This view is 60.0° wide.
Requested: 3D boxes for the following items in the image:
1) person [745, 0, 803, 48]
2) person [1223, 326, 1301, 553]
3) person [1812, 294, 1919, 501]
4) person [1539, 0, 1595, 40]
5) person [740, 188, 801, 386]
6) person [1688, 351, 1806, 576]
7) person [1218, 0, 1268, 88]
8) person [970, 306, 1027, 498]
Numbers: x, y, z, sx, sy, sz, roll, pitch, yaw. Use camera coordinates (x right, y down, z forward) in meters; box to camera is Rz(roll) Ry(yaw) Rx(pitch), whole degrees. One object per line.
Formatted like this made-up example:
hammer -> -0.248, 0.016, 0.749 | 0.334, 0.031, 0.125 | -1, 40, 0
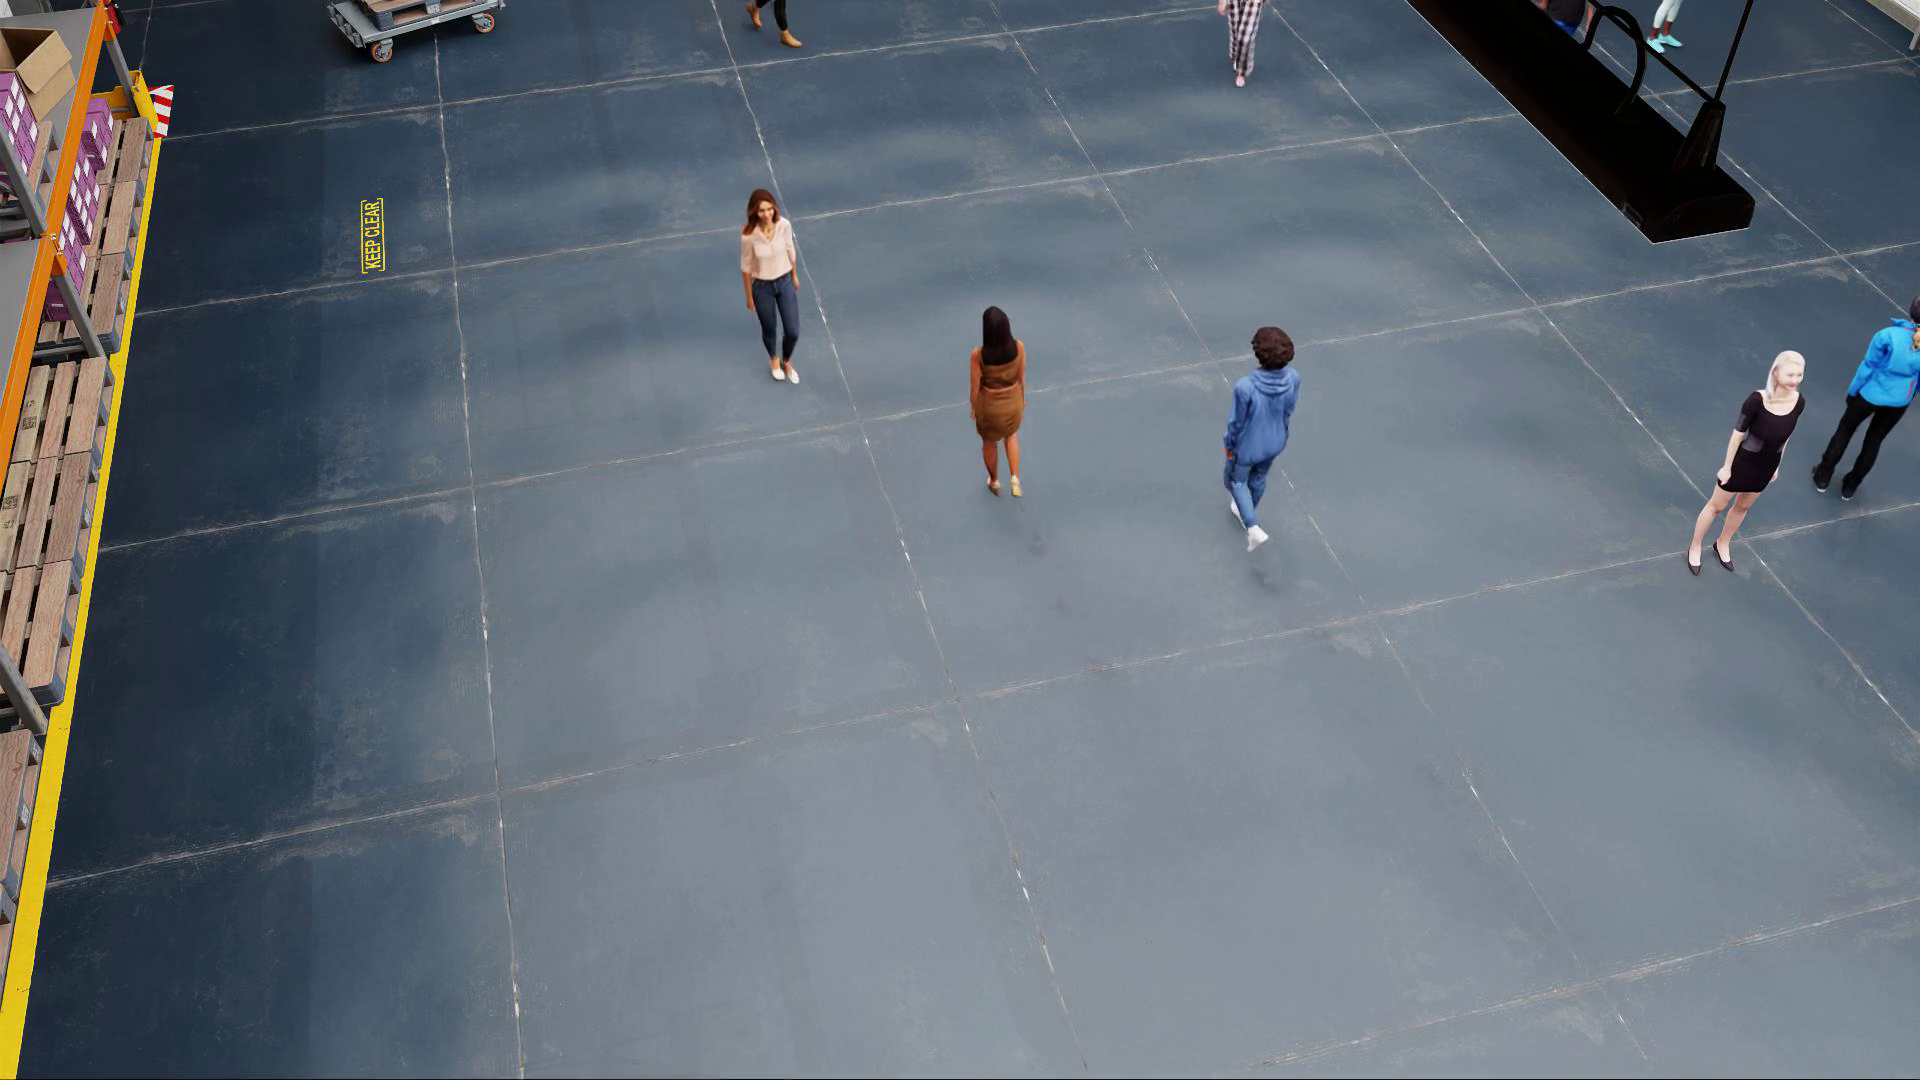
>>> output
person -> -2.004, -6.007, 17.244 | 1.122, 1.696, 1.027 | 25, 49, 24
person -> 2.104, -0.663, 11.564 | 0.699, 1.794, 0.915 | -12, 45, -13
person -> 6.620, -0.979, 11.898 | 0.757, 1.791, 0.793 | 13, 45, 14
person -> 5.905, -5.158, 16.319 | 0.833, 1.743, 1.208 | 1, 44, 1
person -> -1.501, -2.023, 13.004 | 0.664, 1.777, 0.677 | -16, 46, -16
person -> 5.406, -0.518, 11.388 | 0.608, 1.827, 0.550 | -5, 44, -5
person -> 2.866, -5.497, 16.633 | 0.891, 1.800, 1.037 | 3, 44, 3
person -> 0.305, -0.909, 11.908 | 0.577, 1.675, 0.712 | -11, 45, -12
